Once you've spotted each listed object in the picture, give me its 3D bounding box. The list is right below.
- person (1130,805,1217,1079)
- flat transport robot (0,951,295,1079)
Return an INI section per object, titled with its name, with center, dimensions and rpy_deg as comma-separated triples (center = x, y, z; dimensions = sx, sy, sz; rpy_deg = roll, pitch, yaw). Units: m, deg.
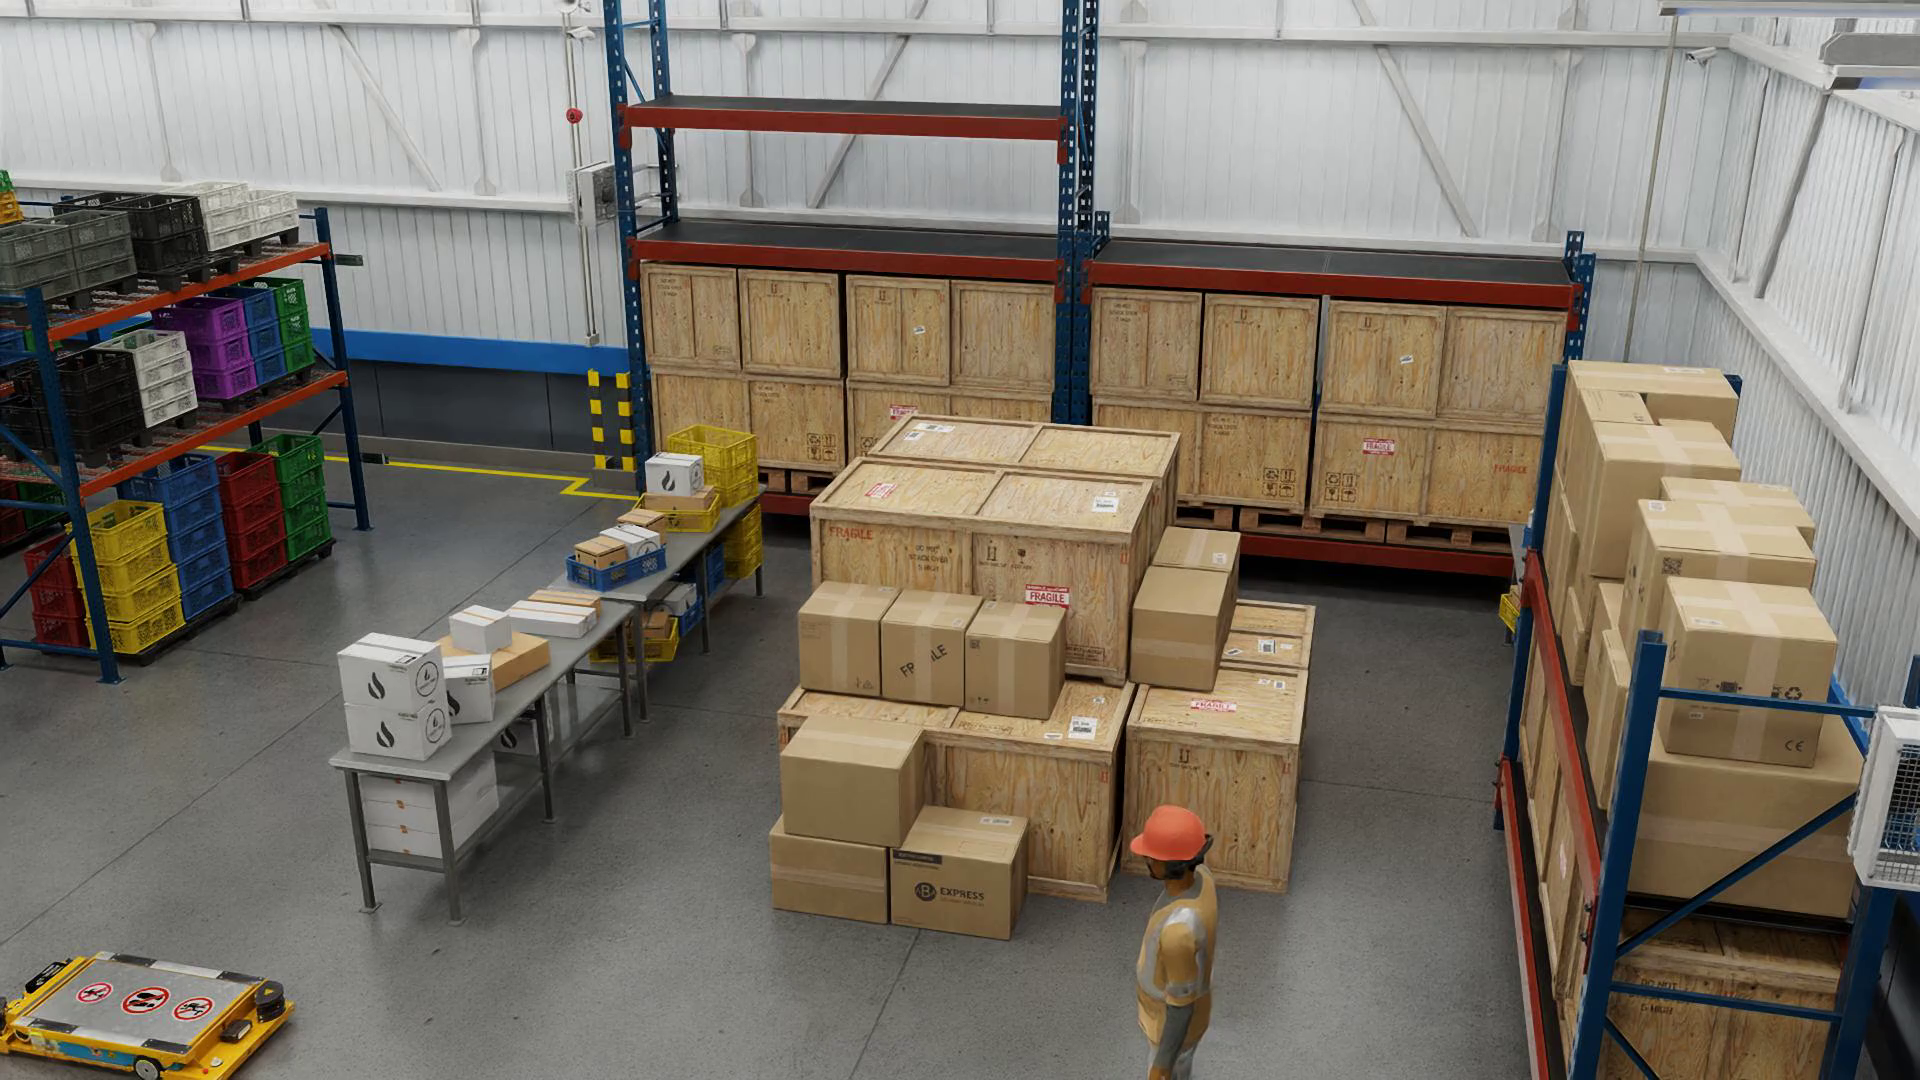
[person]
center = 0.890, 2.057, 7.185
dimensions = 0.379, 2.040, 0.614
rpy_deg = 5, 21, 13
[flat transport robot]
center = -4.270, 2.464, 8.601
dimensions = 1.431, 0.231, 0.659
rpy_deg = 5, 22, 13
